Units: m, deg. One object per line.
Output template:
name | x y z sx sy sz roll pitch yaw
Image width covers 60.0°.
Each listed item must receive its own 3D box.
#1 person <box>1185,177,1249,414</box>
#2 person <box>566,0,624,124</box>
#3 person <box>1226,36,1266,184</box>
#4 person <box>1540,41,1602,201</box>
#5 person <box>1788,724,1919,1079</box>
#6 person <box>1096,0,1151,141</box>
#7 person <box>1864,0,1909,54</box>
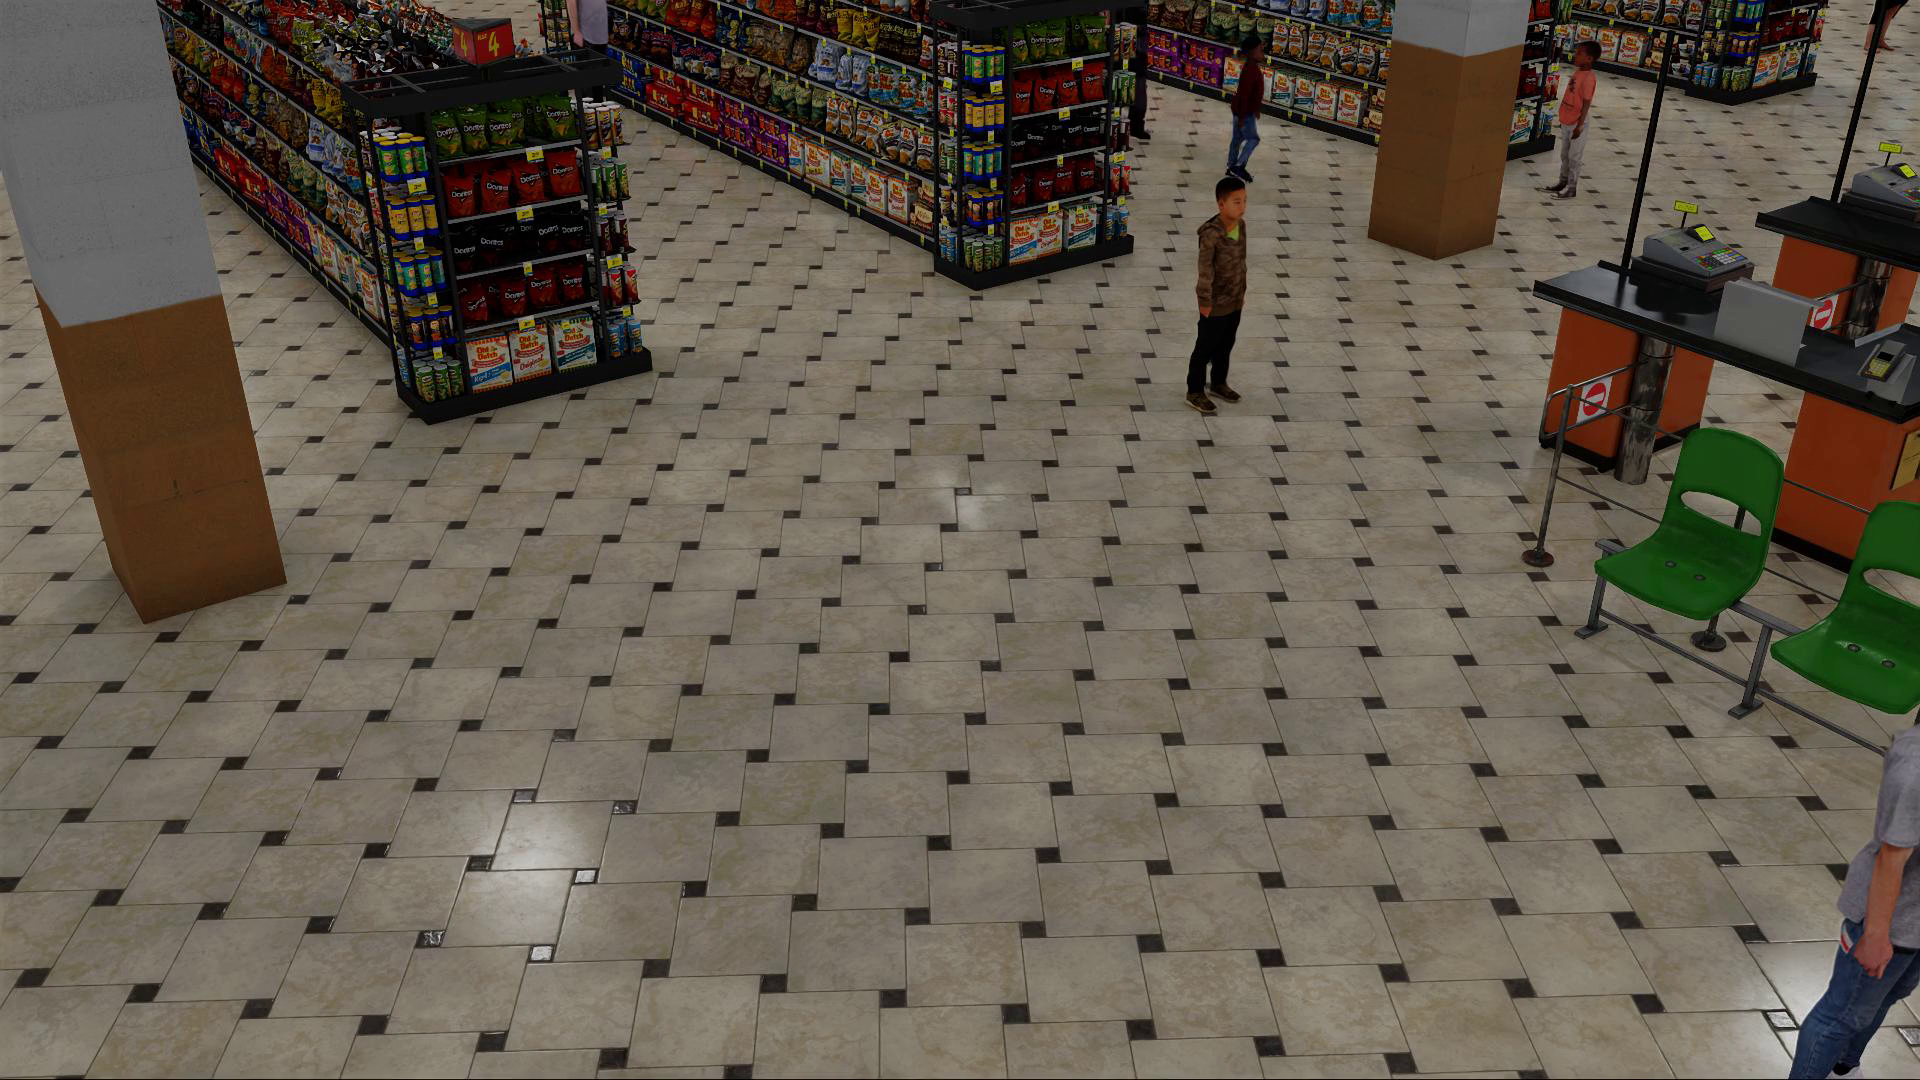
person | 1.590 -1.512 10.188 0.606 1.454 0.601 -26 38 -38
person | -3.564 -4.890 15.976 0.787 1.838 0.764 10 30 17
person | 2.422 -3.756 14.517 0.656 1.244 0.584 1 29 2
person | 5.224 -3.563 14.095 0.619 1.311 0.535 -2 29 -3
person | 2.860 1.061 5.022 0.668 1.889 0.540 -19 34 -31
person | 1.511 -4.743 15.727 0.836 1.818 1.198 -11 30 -19
person | 10.721 -6.444 19.045 0.616 1.625 0.612 -13 31 -22
